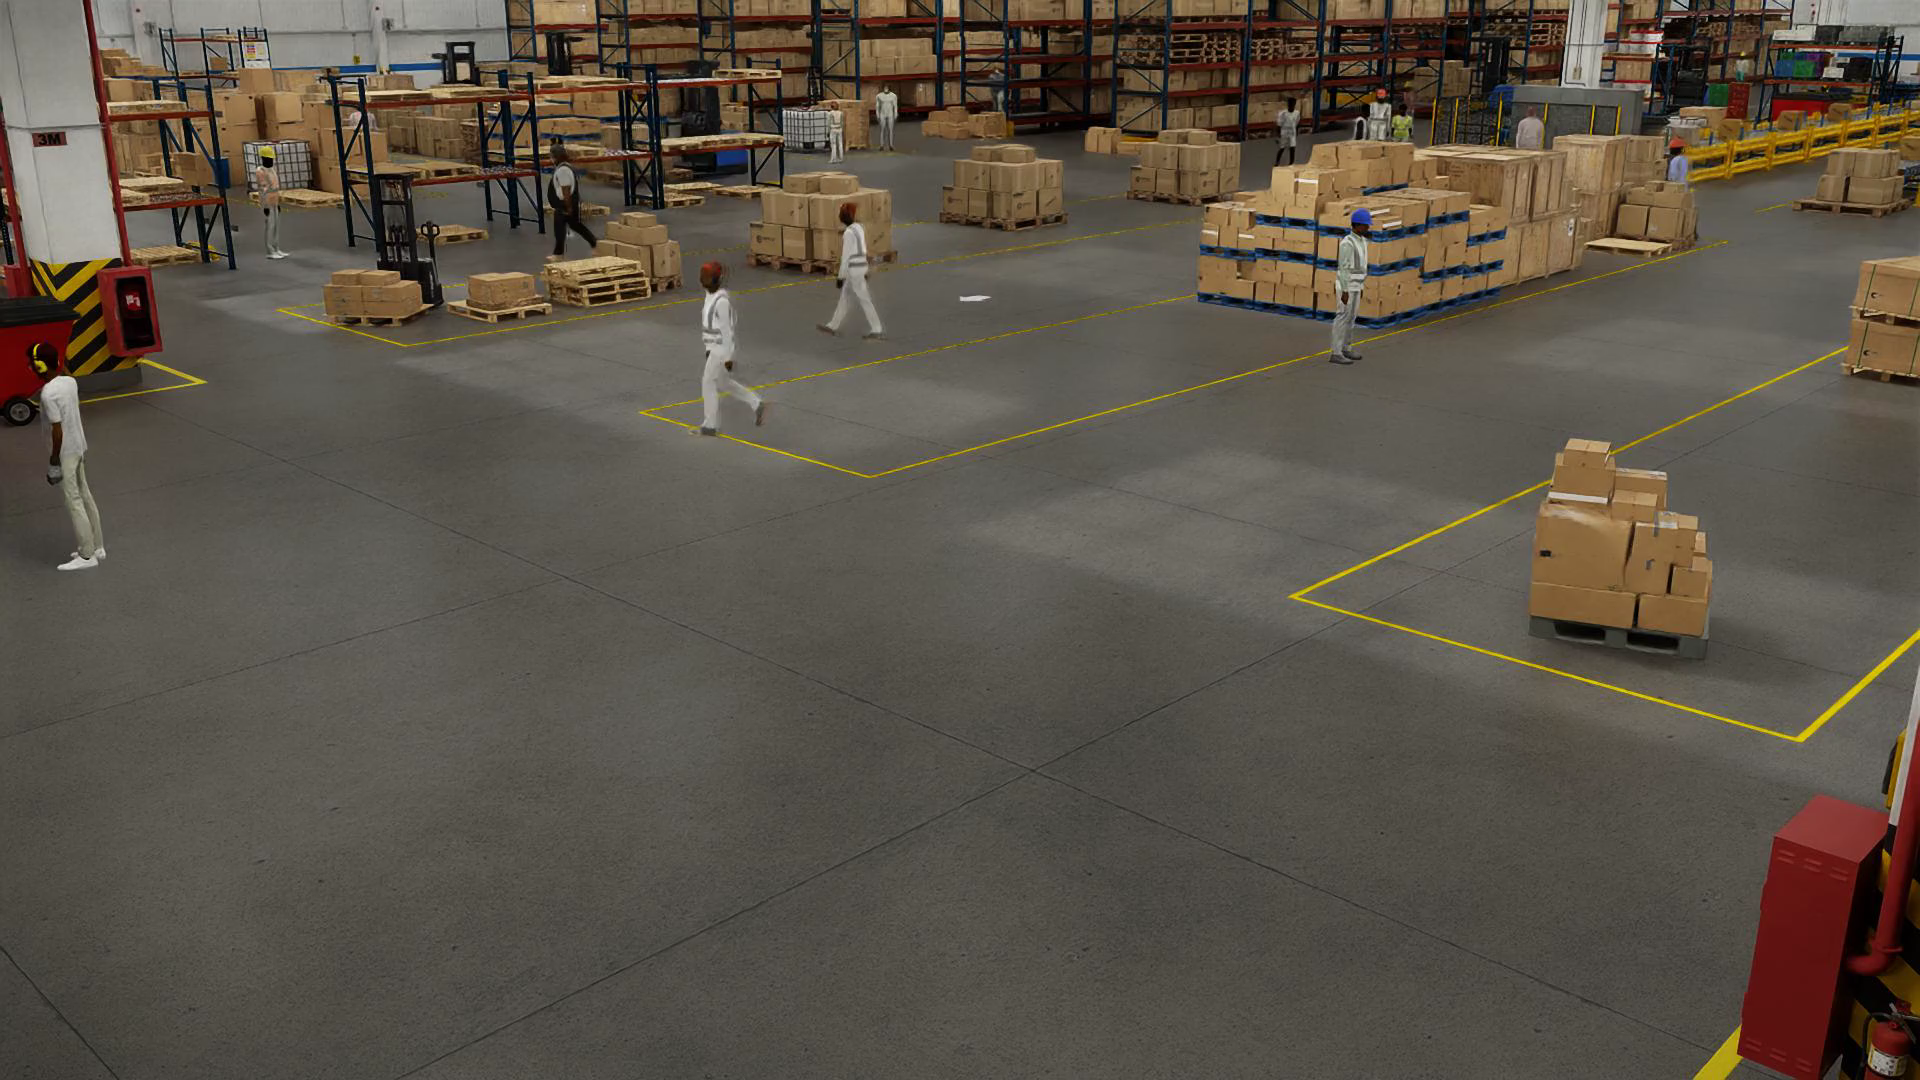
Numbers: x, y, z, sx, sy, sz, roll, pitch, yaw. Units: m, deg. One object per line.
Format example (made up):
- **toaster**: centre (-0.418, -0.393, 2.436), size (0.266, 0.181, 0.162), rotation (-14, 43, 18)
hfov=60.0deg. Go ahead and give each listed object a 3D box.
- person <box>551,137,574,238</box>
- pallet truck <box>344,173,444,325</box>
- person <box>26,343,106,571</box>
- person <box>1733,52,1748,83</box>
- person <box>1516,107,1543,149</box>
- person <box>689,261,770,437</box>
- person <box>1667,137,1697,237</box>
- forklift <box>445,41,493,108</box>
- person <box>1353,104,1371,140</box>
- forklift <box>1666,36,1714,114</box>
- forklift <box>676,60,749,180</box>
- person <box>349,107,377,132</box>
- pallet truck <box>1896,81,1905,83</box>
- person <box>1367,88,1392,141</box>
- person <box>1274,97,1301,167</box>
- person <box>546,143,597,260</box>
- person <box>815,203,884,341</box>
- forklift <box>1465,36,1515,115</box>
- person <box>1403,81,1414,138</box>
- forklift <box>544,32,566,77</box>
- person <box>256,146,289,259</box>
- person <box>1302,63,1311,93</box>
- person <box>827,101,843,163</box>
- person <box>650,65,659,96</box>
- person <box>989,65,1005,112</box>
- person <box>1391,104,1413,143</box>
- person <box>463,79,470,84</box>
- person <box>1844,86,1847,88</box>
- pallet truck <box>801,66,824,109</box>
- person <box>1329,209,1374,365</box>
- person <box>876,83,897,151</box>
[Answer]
- **person**: centre (-7.515, -6.639, 31.365), size (0.329, 1.871, 0.513), rotation (-4, 19, -12)
- **pallet truck**: centre (-8.209, -4.181, 23.757), size (0.823, 1.965, 1.885), rotation (3, 19, 9)
- **person**: centre (-7.216, -0.672, 13.396), size (0.328, 1.865, 0.521), rotation (-2, 18, -6)
- **person**: centre (35.557, -21.333, 75.815), size (0.536, 1.749, 0.418), rotation (17, 25, 41)
- **person**: centre (13.324, -9.218, 39.106), size (0.665, 1.885, 0.432), rotation (-4, 19, -10)
- **person**: centre (-2.450, -2.007, 17.432), size (0.817, 1.855, 0.569), rotation (-5, 19, -13)
- **person**: centre (13.451, -6.580, 31.179), size (0.551, 1.891, 1.015), rotation (-13, 22, -34)
- **forklift**: centre (-16.757, -15.402, 56.186), size (1.873, 2.768, 1.129), rotation (17, 25, 41)
- **person**: centre (9.770, -9.526, 40.044), size (0.825, 1.888, 0.597), rotation (5, 19, 14)
- **forklift**: centre (27.341, -17.291, 61.877), size (1.129, 2.768, 1.873), rotation (17, 25, 41)
- **forklift**: centre (-6.316, -10.476, 41.343), size (1.129, 2.768, 1.873), rotation (17, 25, 41)
- **person**: centre (-15.054, -10.145, 42.060), size (0.627, 1.791, 0.976), rotation (-5, 19, -14)
- **pallet truck**: centre (34.802, -16.331, 61.455), size (0.653, 1.274, 1.630), rotation (17, 25, 41)
- **person**: centre (11.082, -10.916, 44.000), size (0.615, 2.026, 0.573), rotation (5, 19, 16)
- **person**: centre (8.367, -10.411, 42.681), size (0.627, 1.918, 0.913), rotation (-3, 19, -10)
- **person**: centre (-6.730, -5.885, 28.824), size (0.931, 2.000, 0.691), rotation (-1, 18, -3)
- **person**: centre (-1.470, -3.567, 22.179), size (0.994, 1.822, 0.600), rotation (2, 19, 7)
- **forklift**: centre (19.973, -17.201, 61.605), size (1.873, 2.768, 1.129), rotation (16, 24, 40)
- **person**: centre (13.993, -13.484, 52.190), size (0.730, 1.737, 0.540), rotation (-9, 21, -26)
- **forklift**: centre (-16.496, -19.296, 67.919), size (1.129, 2.768, 1.873), rotation (17, 25, 41)
- **person**: centre (-11.993, -5.873, 28.971), size (0.380, 1.922, 0.591), rotation (0, 18, -1)
- **person**: centre (14.204, -18.701, 68.075), size (0.279, 1.633, 0.499), rotation (16, 24, 40)
- **person**: centre (-3.355, -10.985, 44.816), size (0.512, 1.641, 0.307), rotation (-15, 24, -39)
- **person**: centre (-11.893, -17.516, 64.407), size (0.319, 1.696, 0.532), rotation (17, 25, 41)
- **person**: centre (1.363, -16.182, 60.132), size (0.634, 1.896, 0.962), rotation (0, 18, -1)
- **person**: centre (11.539, -10.567, 43.503), size (0.540, 1.682, 0.626), rotation (5, 19, 15)
- **person**: centre (-16.317, -14.502, 55.387), size (0.861, 1.657, 0.539), rotation (9, 20, 25)
- **person**: centre (32.314, -16.447, 61.029), size (0.608, 1.781, 0.927), rotation (-9, 20, -26)
- **pallet truck**: centre (-4.812, -15.182, 56.903), size (0.823, 1.965, 1.885), rotation (-9, 21, -26)
- **person**: centre (4.915, -3.173, 20.823), size (0.425, 1.938, 0.603), rotation (12, 22, 31)
- **person**: centre (-2.124, -12.283, 48.271), size (0.627, 1.934, 0.371), rotation (-1, 18, -4)
